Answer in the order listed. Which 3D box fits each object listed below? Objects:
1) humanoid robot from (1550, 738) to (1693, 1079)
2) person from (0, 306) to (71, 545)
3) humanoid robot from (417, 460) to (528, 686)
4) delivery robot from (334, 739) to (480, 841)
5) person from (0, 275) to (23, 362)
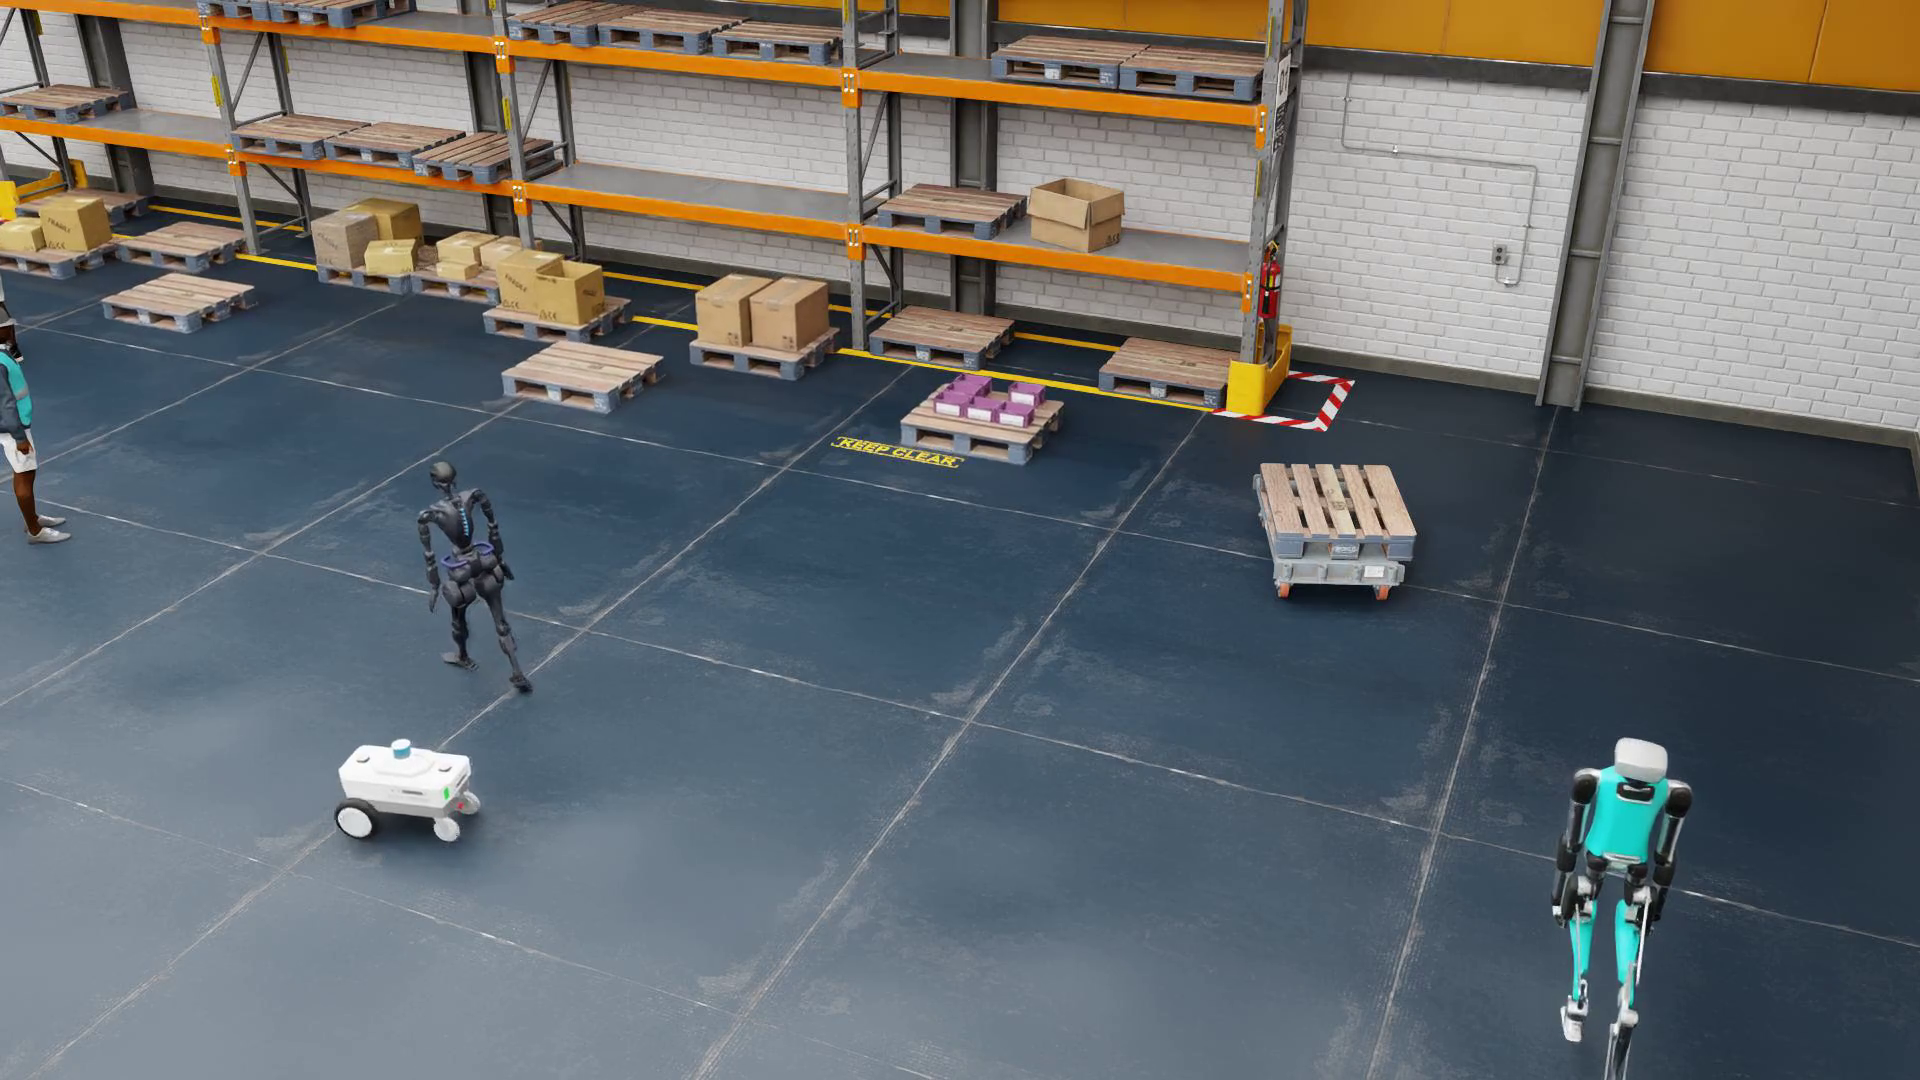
[{"bbox_3d":[3.041,1.874,7.721,0.537,1.771,0.970,6,28,11],"label":"humanoid robot"},{"bbox_3d":[-7.318,-0.897,12.849,0.430,1.938,0.565,-15,31,-27],"label":"person"},{"bbox_3d":[-3.232,0.218,11.027,0.783,1.626,0.609,24,35,38],"label":"humanoid robot"},{"bbox_3d":[-3.282,1.457,9.816,0.802,0.614,0.499,5,28,9],"label":"delivery robot"},{"bbox_3d":[-9.604,-2.665,16.258,0.601,1.958,0.376,23,35,37],"label":"person"}]
